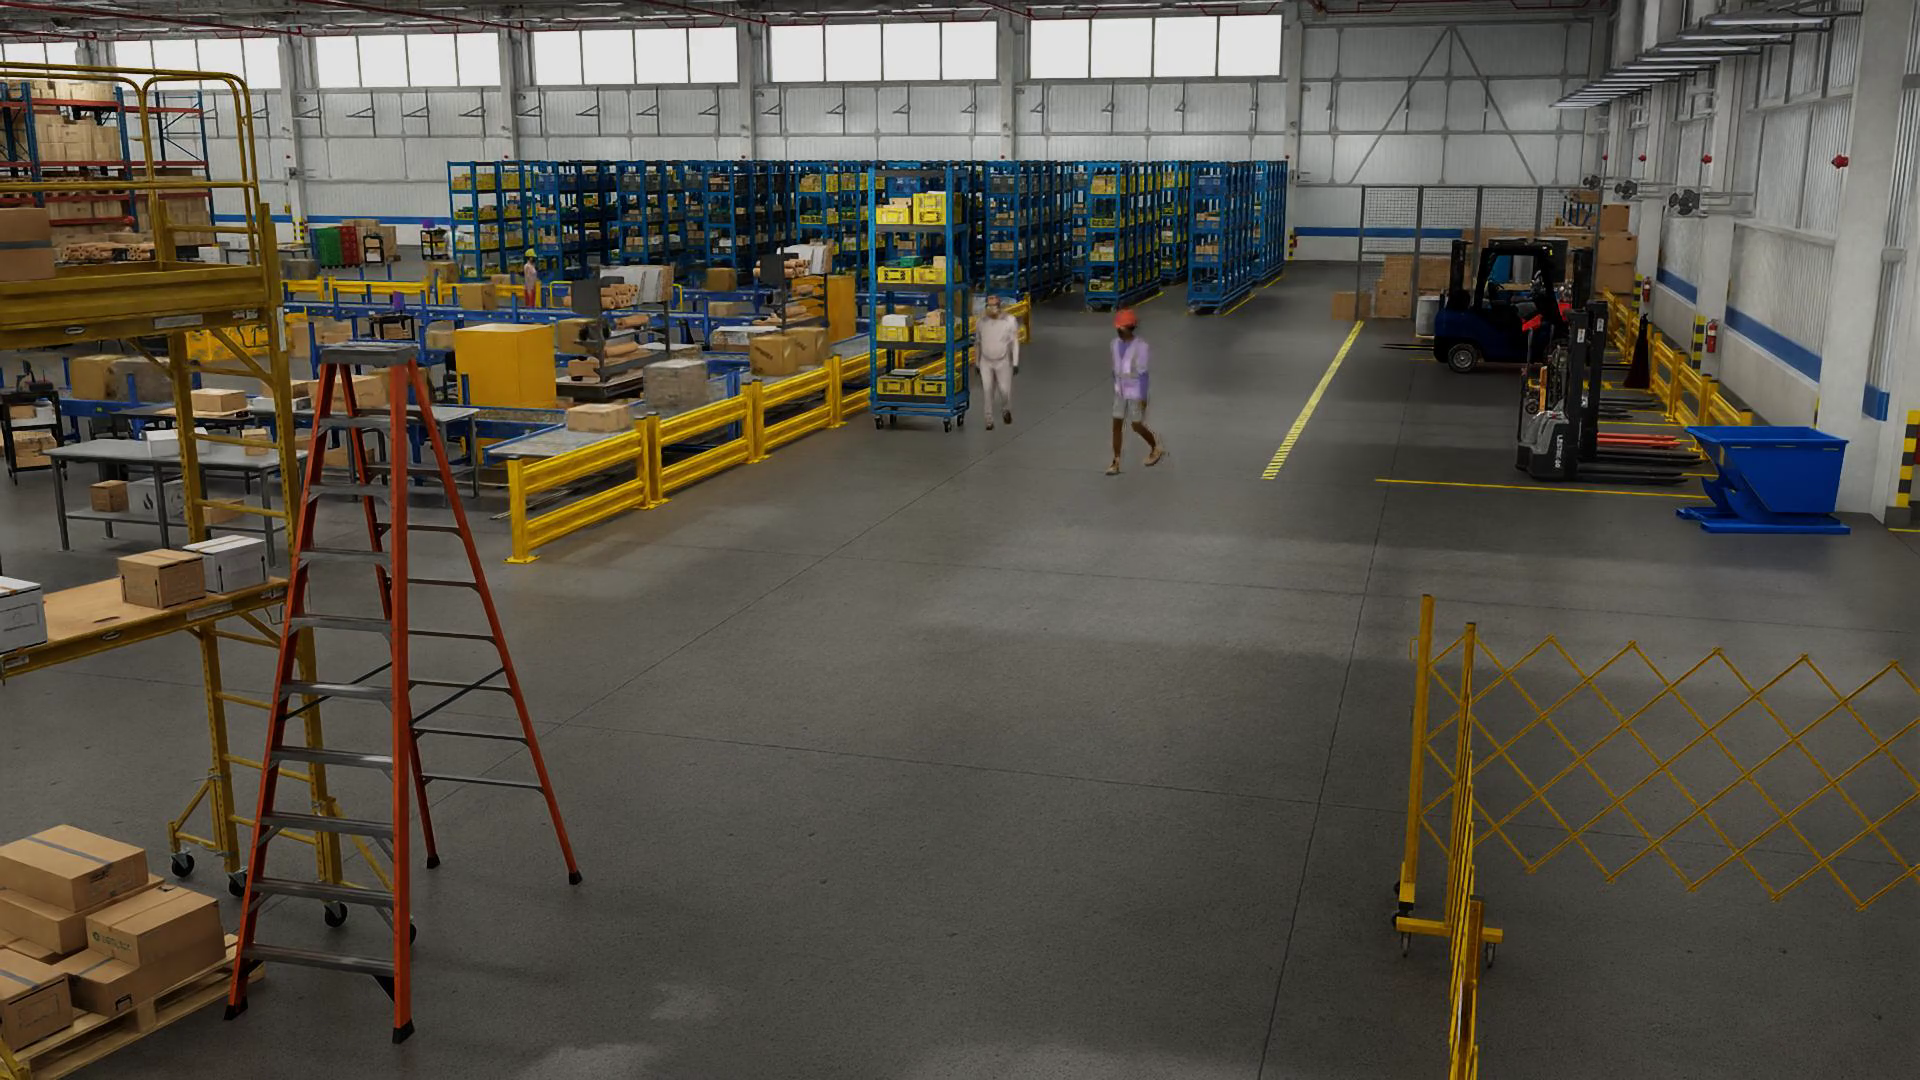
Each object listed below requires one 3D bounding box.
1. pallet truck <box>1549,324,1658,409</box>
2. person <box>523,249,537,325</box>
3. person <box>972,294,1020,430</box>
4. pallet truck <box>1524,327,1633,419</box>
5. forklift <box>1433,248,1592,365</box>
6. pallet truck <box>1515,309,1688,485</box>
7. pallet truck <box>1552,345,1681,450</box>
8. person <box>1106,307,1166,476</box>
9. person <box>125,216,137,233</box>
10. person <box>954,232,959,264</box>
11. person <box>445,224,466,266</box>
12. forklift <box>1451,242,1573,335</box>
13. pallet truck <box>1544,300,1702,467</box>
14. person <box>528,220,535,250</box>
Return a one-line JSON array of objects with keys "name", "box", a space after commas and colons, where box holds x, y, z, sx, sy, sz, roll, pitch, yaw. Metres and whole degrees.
[{"name": "pallet truck", "box": [9.824, -2.669, 25.407, 1.601, 1.201, 0.680, 4, 14, 16]}, {"name": "person", "box": [-9.332, -5.448, 36.238, 0.331, 1.768, 0.527, 0, 13, 0]}, {"name": "person", "box": [0.497, -2.466, 23.101, 0.679, 1.882, 0.419, 3, 13, 12]}, {"name": "pallet truck", "box": [9.065, -2.460, 24.370, 1.522, 1.261, 0.704, 3, 13, 14]}, {"name": "forklift", "box": [9.780, -4.111, 29.280, 2.680, 1.987, 1.157, 3, 13, 14]}, {"name": "pallet truck", "box": [7.554, -1.677, 19.446, 1.885, 1.965, 0.823, 3, 13, 14]}, {"name": "pallet truck", "box": [8.641, -1.896, 21.908, 1.630, 1.274, 0.653, 4, 14, 16]}, {"name": "person", "box": [2.090, -1.788, 19.895, 0.805, 2.019, 0.613, -12, 18, -43]}, {"name": "person", "box": [-24.975, -8.750, 50.062, 0.610, 1.975, 0.626, -3, 13, -14]}, {"name": "person", "box": [0.010, -8.603, 49.804, 0.912, 1.794, 0.592, 11, 17, 40]}, {"name": "person", "box": [-14.662, -8.356, 48.446, 0.611, 1.928, 0.524, 0, 13, -1]}, {"name": "forklift", "box": [10.464, -4.597, 31.405, 2.680, 1.987, 1.157, 4, 14, 16]}, {"name": "pallet truck", "box": [8.263, -1.952, 20.631, 1.885, 1.965, 0.823, 5, 14, 20]}, {"name": "person", "box": [-13.334, -9.110, 51.963, 0.821, 1.801, 0.621, 2, 13, 9]}]
